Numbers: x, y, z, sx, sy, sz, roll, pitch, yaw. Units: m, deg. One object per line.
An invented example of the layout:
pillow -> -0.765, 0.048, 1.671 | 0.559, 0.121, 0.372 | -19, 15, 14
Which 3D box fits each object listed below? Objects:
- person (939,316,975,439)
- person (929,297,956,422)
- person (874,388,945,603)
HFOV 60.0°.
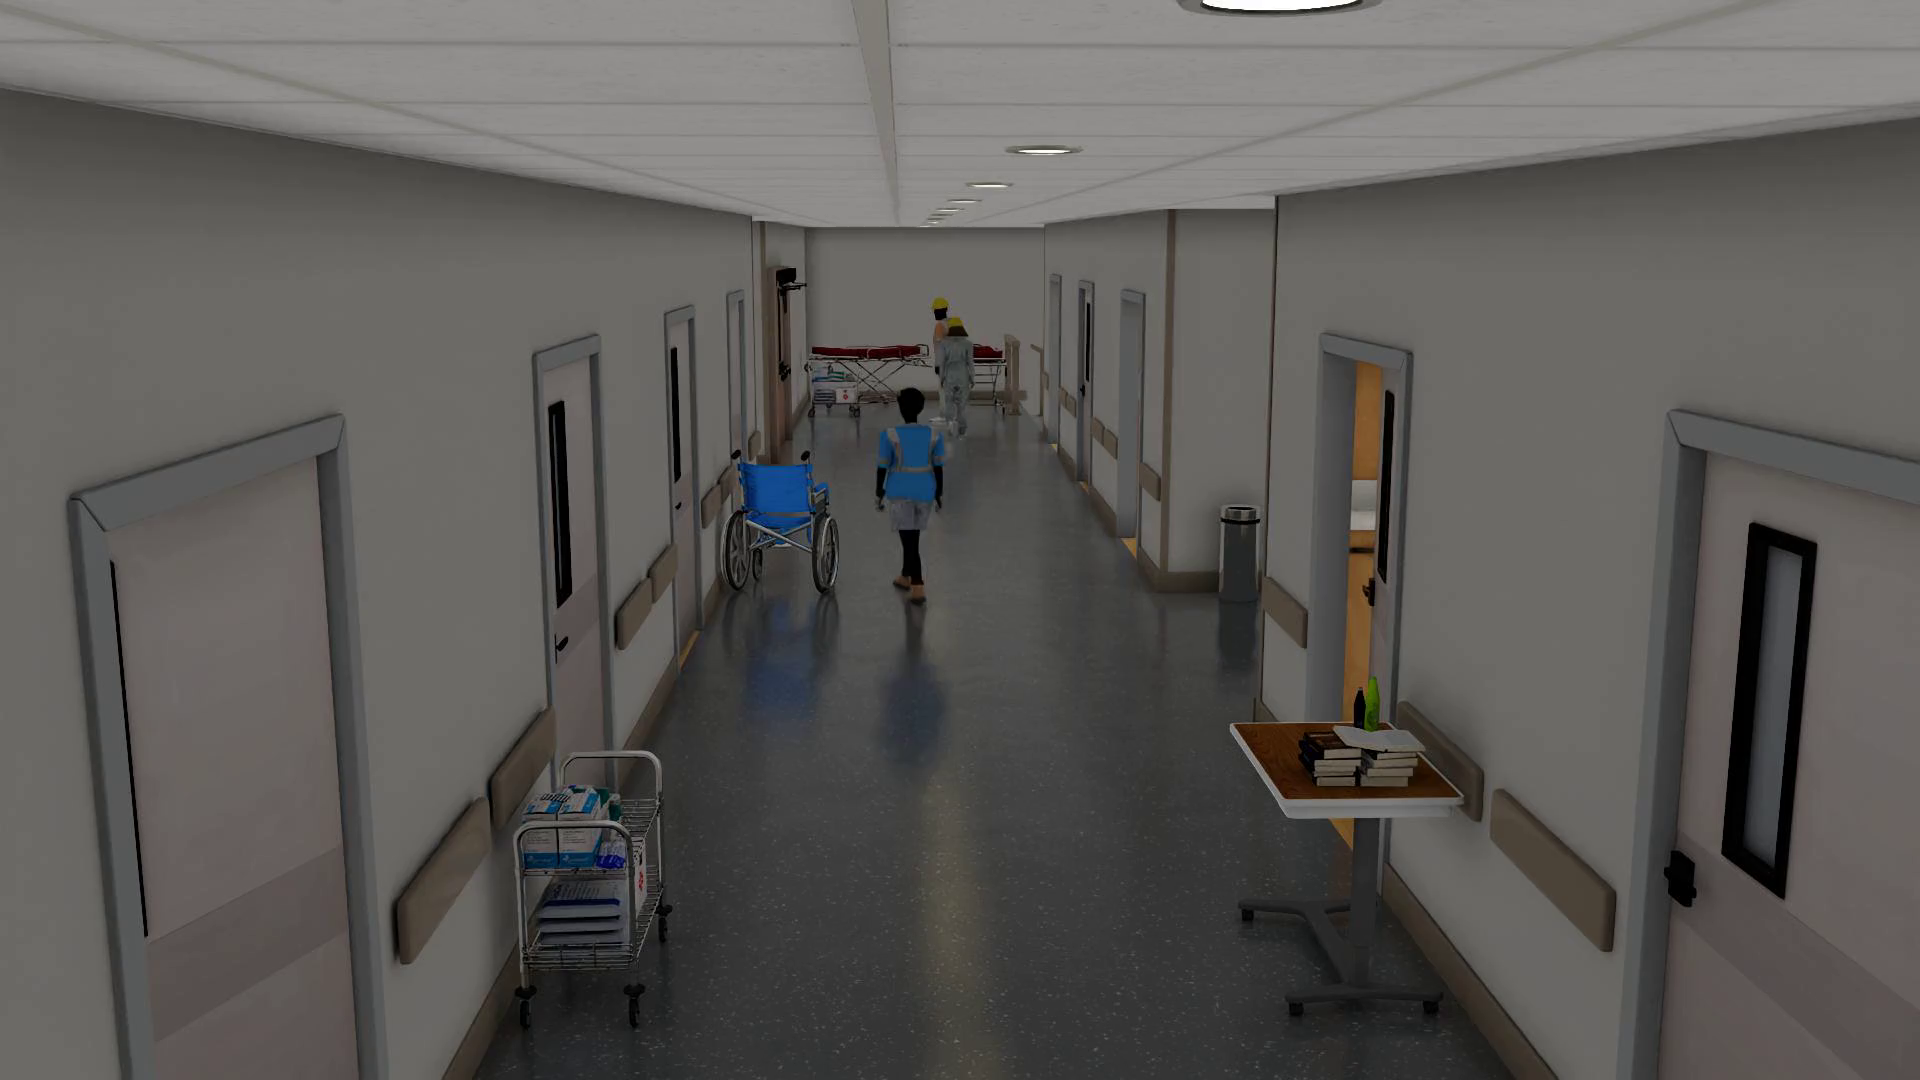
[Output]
person -> -0.044, -2.274, 23.381 | 0.502, 1.726, 0.453 | 2, 10, 9
person -> -0.265, -2.774, 25.664 | 0.393, 1.918, 0.585 | 4, 11, 23
person -> -0.389, -0.357, 12.938 | 0.540, 1.652, 0.857 | -4, 11, -23
